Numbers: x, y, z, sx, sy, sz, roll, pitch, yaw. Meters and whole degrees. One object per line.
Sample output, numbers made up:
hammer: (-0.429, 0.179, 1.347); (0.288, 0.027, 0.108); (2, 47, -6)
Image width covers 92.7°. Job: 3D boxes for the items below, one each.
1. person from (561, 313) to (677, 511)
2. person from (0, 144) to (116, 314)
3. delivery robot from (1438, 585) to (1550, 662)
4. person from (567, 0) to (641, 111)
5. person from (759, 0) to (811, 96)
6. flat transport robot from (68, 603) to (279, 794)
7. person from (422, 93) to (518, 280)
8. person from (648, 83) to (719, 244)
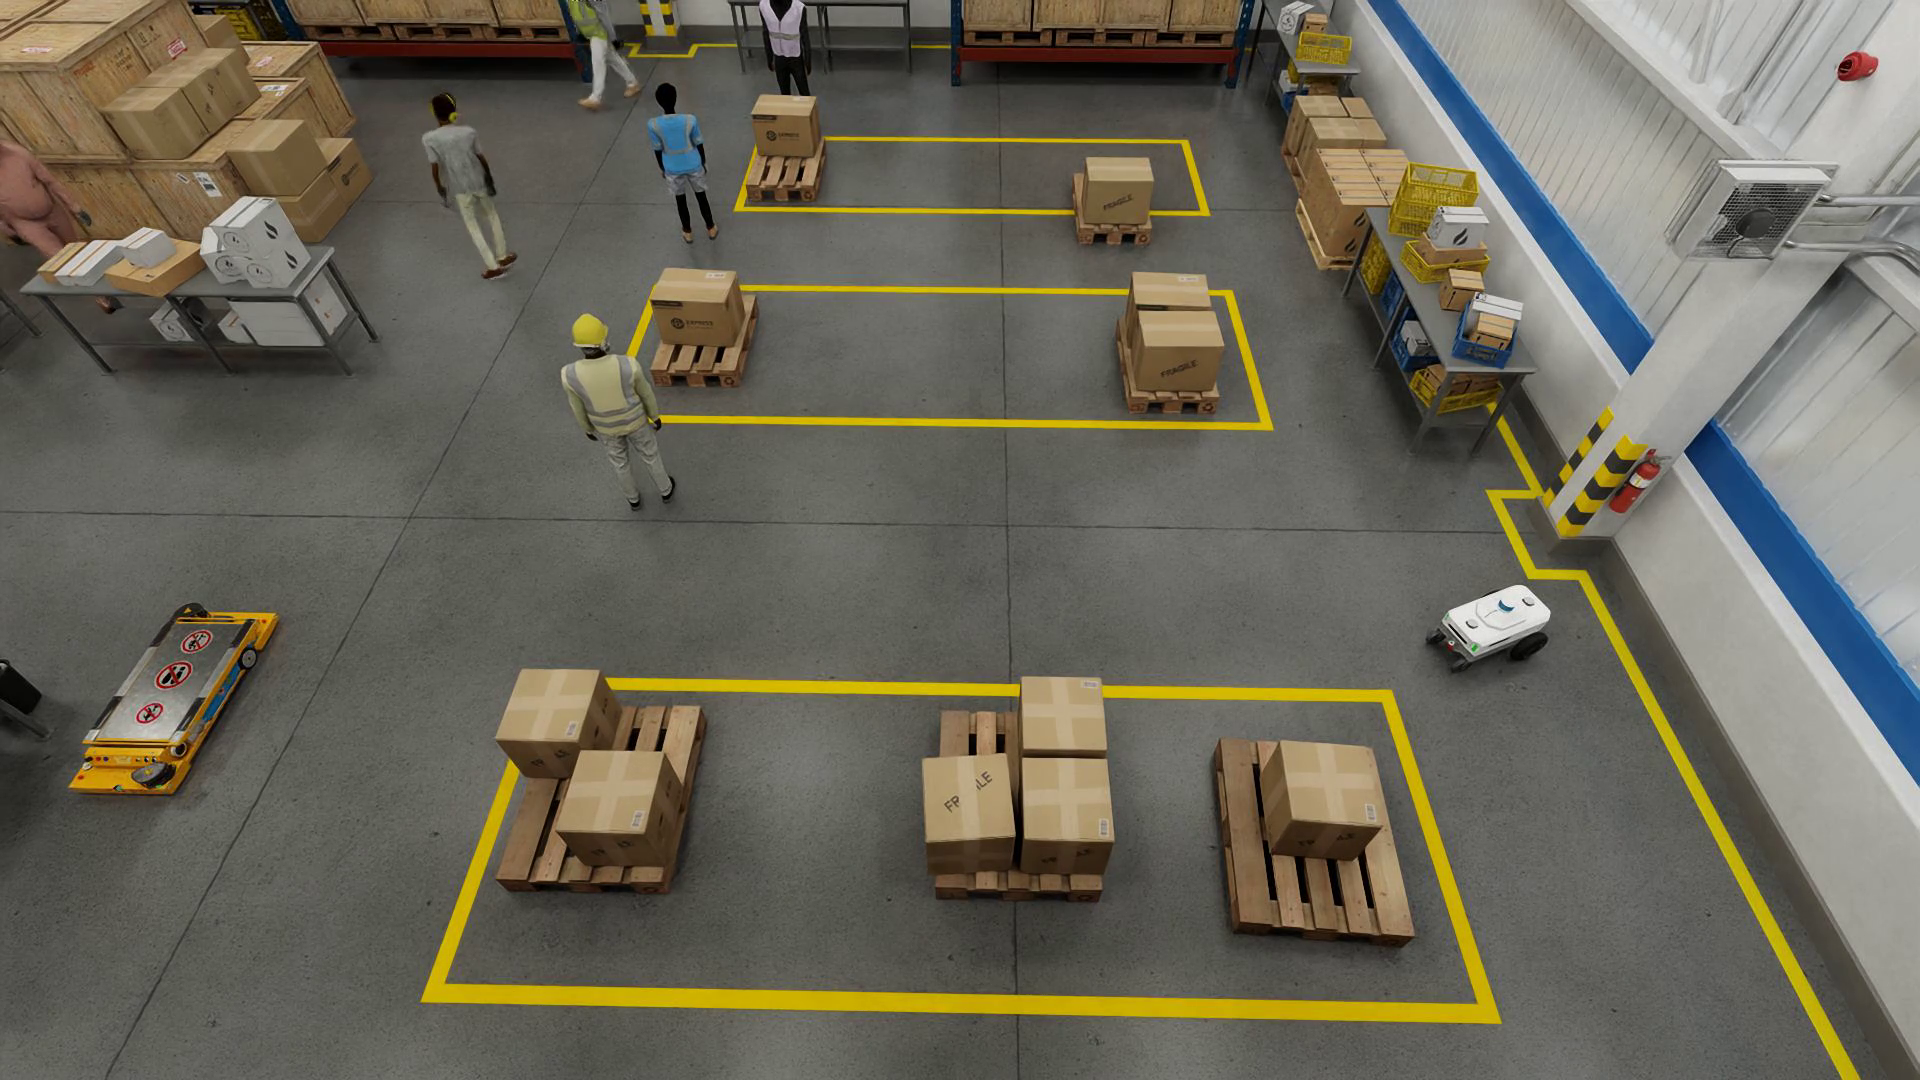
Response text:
person: (-2.648, -0.958, 7.145); (0.599, 1.828, 0.404); (-13, 51, -11)
person: (-8.928, -3.113, 8.948); (0.965, 1.858, 0.646); (23, 54, 18)
delivery robot: (3.850, 0.586, 6.609); (0.707, 0.478, 0.477); (-17, 52, -14)
person: (-4.776, -6.591, 11.939); (0.996, 1.777, 0.663); (-35, 58, -26)
person: (-2.119, -6.008, 11.369); (0.592, 1.910, 0.383); (8, 50, 7)
flat transport robot: (-5.504, 1.072, 6.442); (0.652, 0.197, 1.431); (1, 50, 1)
person: (-4.999, -3.548, 9.342); (0.588, 1.848, 0.422); (-31, 56, -23)
person: (-2.962, -4.000, 9.805); (0.542, 1.695, 0.316); (-12, 51, -10)
